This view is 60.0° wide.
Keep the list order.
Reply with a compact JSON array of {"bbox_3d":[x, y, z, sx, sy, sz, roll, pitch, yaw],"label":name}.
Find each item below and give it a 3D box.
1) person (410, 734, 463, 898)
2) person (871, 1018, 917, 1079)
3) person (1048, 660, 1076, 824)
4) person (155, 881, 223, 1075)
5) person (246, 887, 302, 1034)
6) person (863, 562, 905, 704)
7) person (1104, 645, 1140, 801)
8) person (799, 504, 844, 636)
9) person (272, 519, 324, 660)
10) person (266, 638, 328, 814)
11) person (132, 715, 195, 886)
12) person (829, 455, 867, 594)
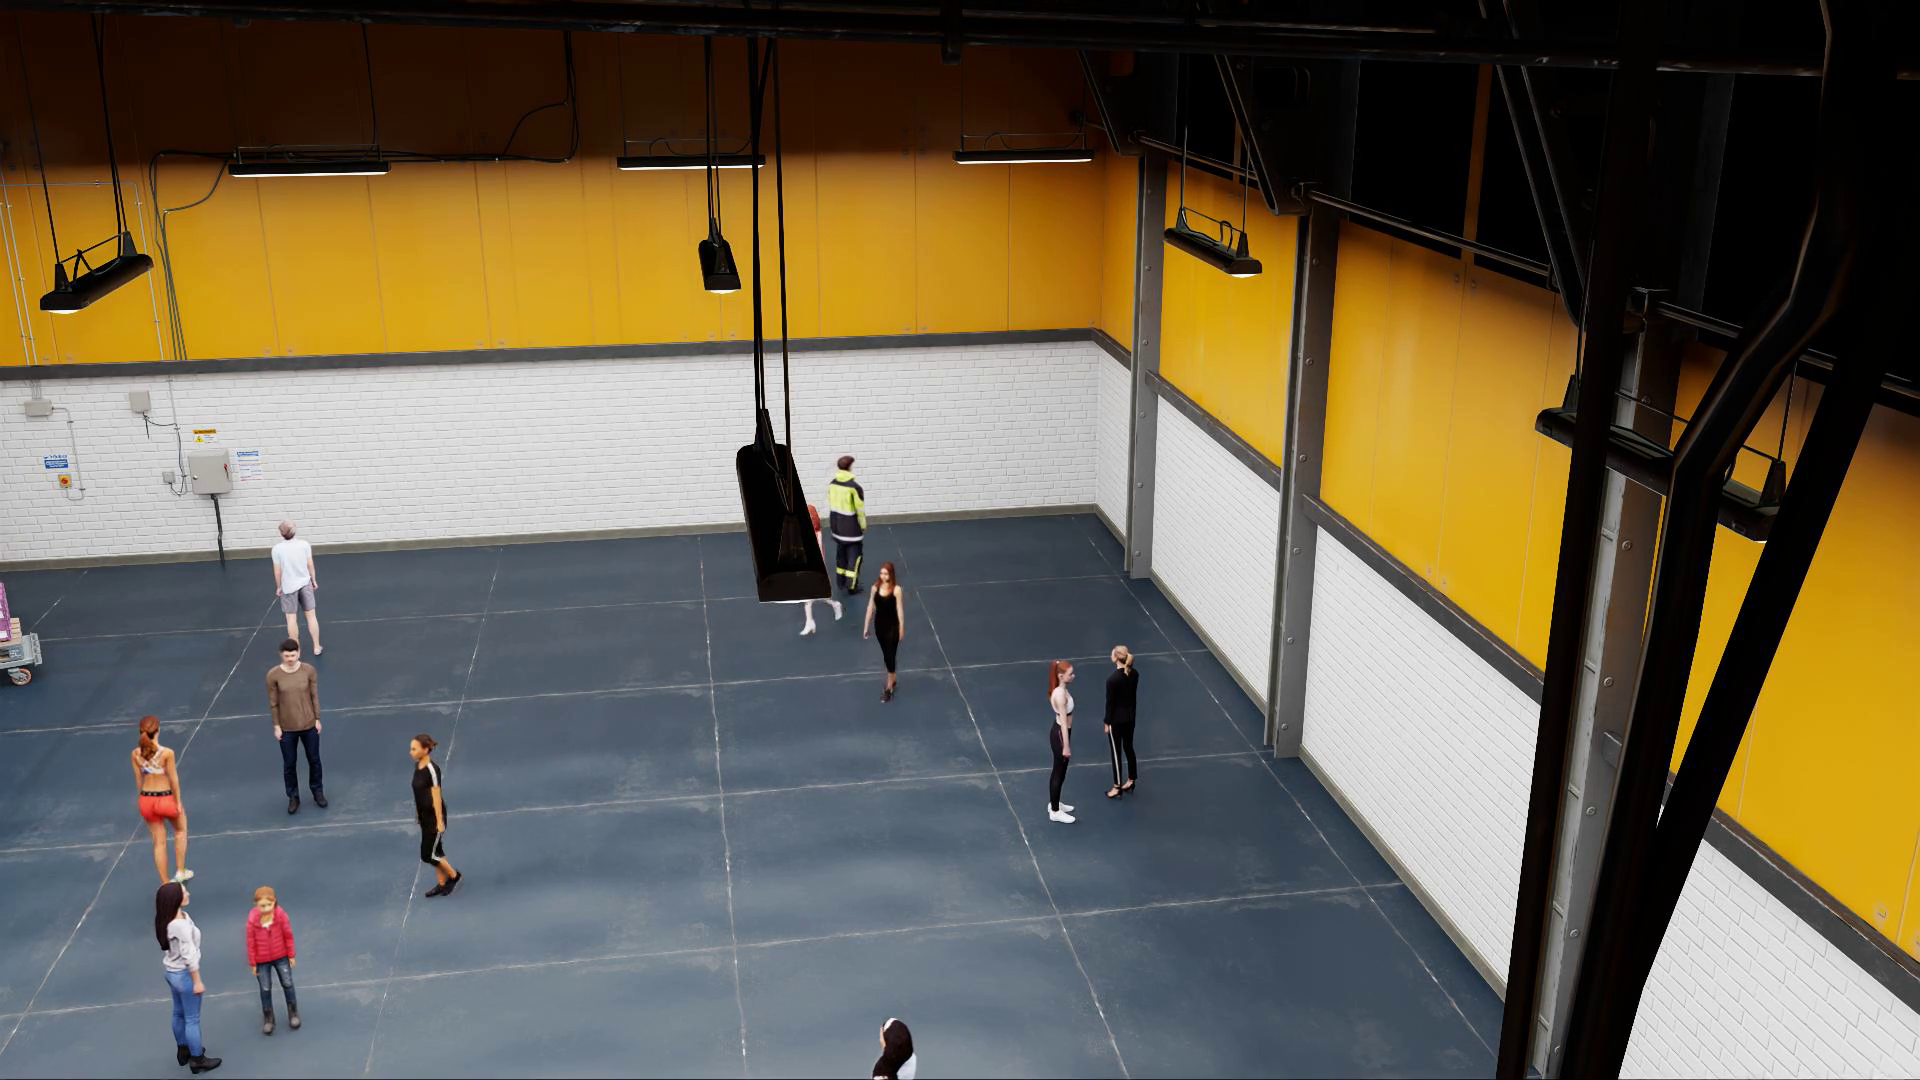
[{"bbox_3d":[-4.895,2.580,15.656,0.781,1.662,0.688,-13,23,-34],"label":"person"},{"bbox_3d":[-0.426,4.009,11.167,0.916,1.818,0.849,10,21,27],"label":"person"},{"bbox_3d":[1.032,2.051,17.101,0.688,1.742,0.529,1,19,2],"label":"person"},{"bbox_3d":[-6.154,3.441,13.145,0.642,1.632,0.732,16,24,39],"label":"person"},{"bbox_3d":[-5.666,3.428,13.682,0.547,1.313,0.543,-8,20,-22],"label":"person"},{"bbox_3d":[-0.834,1.048,20.140,0.883,1.703,0.974,11,21,29],"label":"person"},{"bbox_3d":[1.711,1.919,17.553,0.686,1.703,0.696,-16,24,-39],"label":"person"},{"bbox_3d":[-1.868,0.390,21.933,0.909,1.806,0.929,-13,22,-33],"label":"person"},{"bbox_3d":[-8.471,0.613,21.230,0.718,1.832,0.684,-10,21,-28],"label":"person"},{"bbox_3d":[-6.903,1.900,17.321,0.714,1.887,0.676,-9,21,-25],"label":"person"},{"bbox_3d":[-7.545,2.534,15.619,0.596,1.772,0.646,-2,19,-7],"label":"person"},{"bbox_3d":[-1.599,-0.234,23.507,0.886,1.985,0.962,14,23,36],"label":"person"}]
